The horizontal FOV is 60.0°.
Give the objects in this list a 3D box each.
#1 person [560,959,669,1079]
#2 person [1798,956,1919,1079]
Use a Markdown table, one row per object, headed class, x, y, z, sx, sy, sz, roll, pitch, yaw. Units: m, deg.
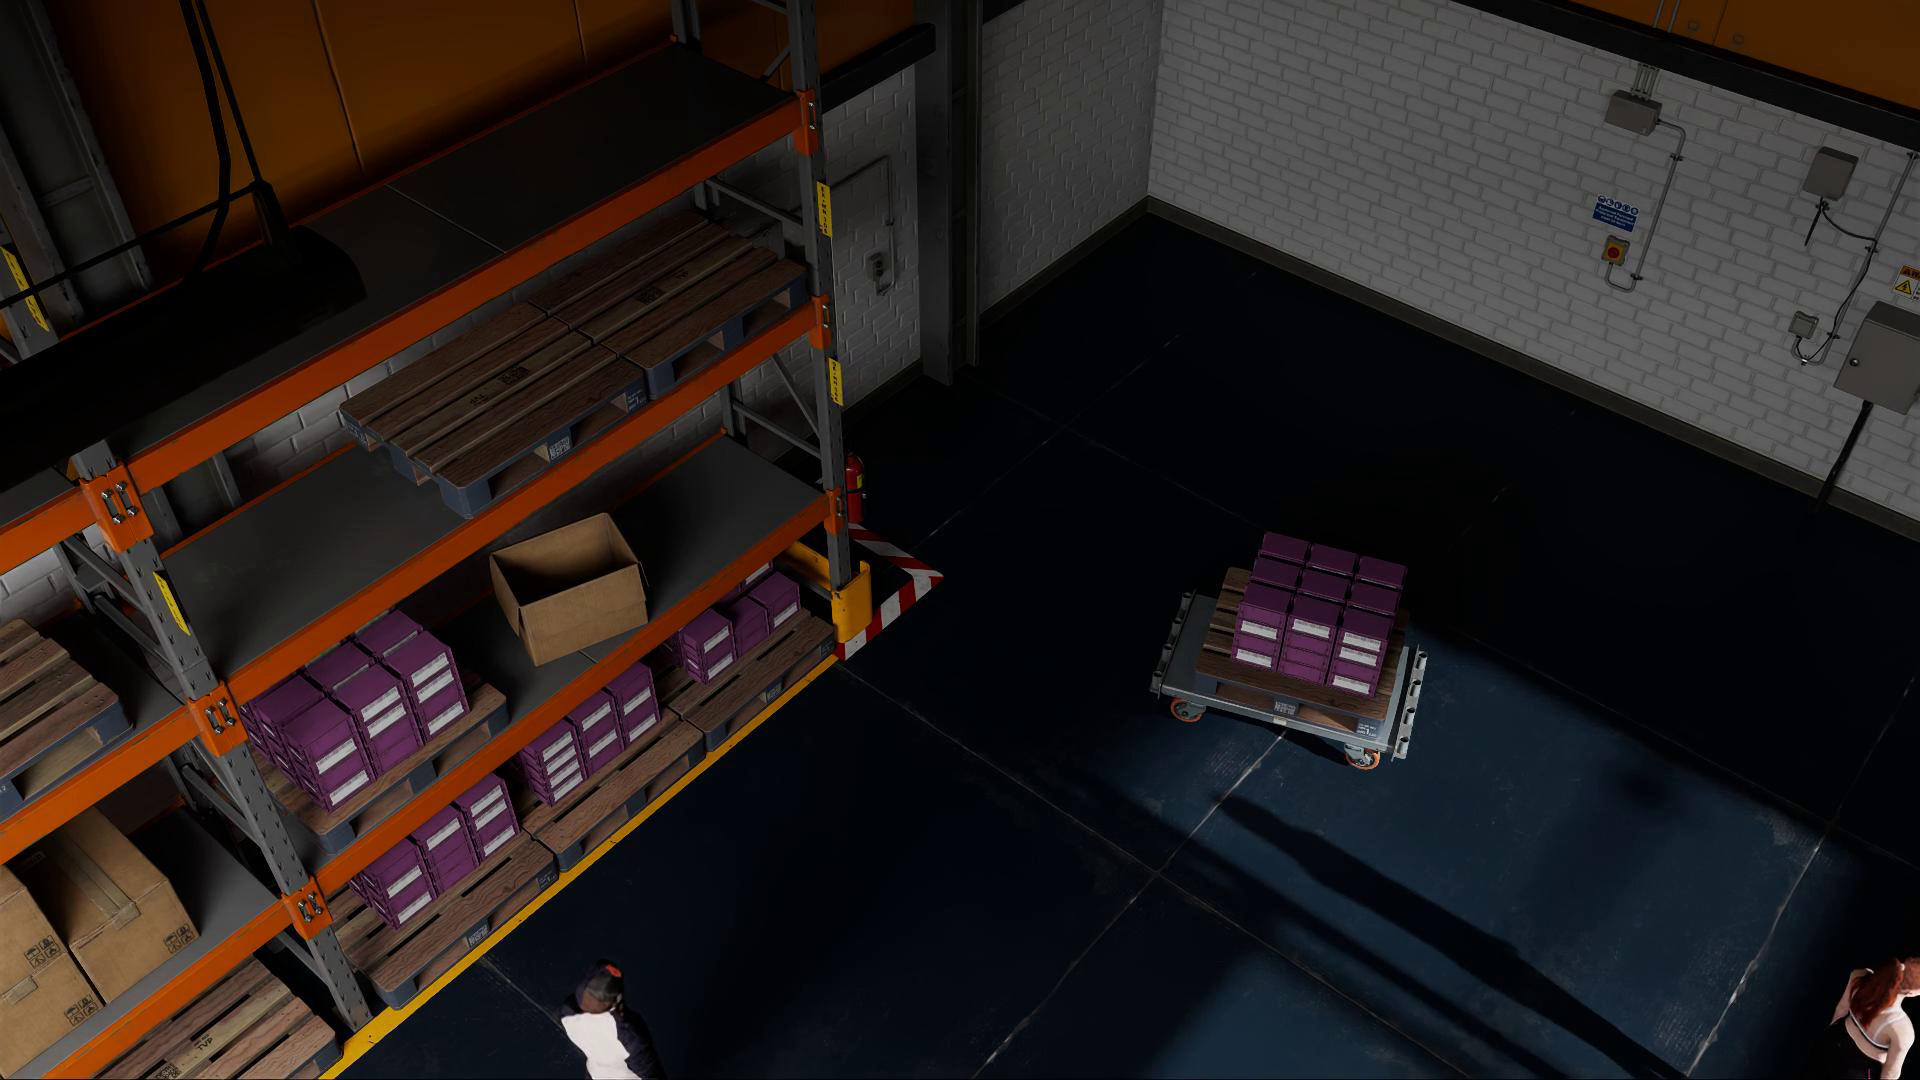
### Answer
| class | x | y | z | sx | sy | sz | roll | pitch | yaw |
| --- | --- | --- | --- | --- | --- | --- | --- | --- | --- |
| person | -1.617 | 2.625 | 8.062 | 0.719 | 1.893 | 0.644 | 22 | 48 | 22 |
| person | 4.378 | 2.579 | 8.221 | 0.711 | 1.741 | 0.672 | -8 | 44 | -8 |
